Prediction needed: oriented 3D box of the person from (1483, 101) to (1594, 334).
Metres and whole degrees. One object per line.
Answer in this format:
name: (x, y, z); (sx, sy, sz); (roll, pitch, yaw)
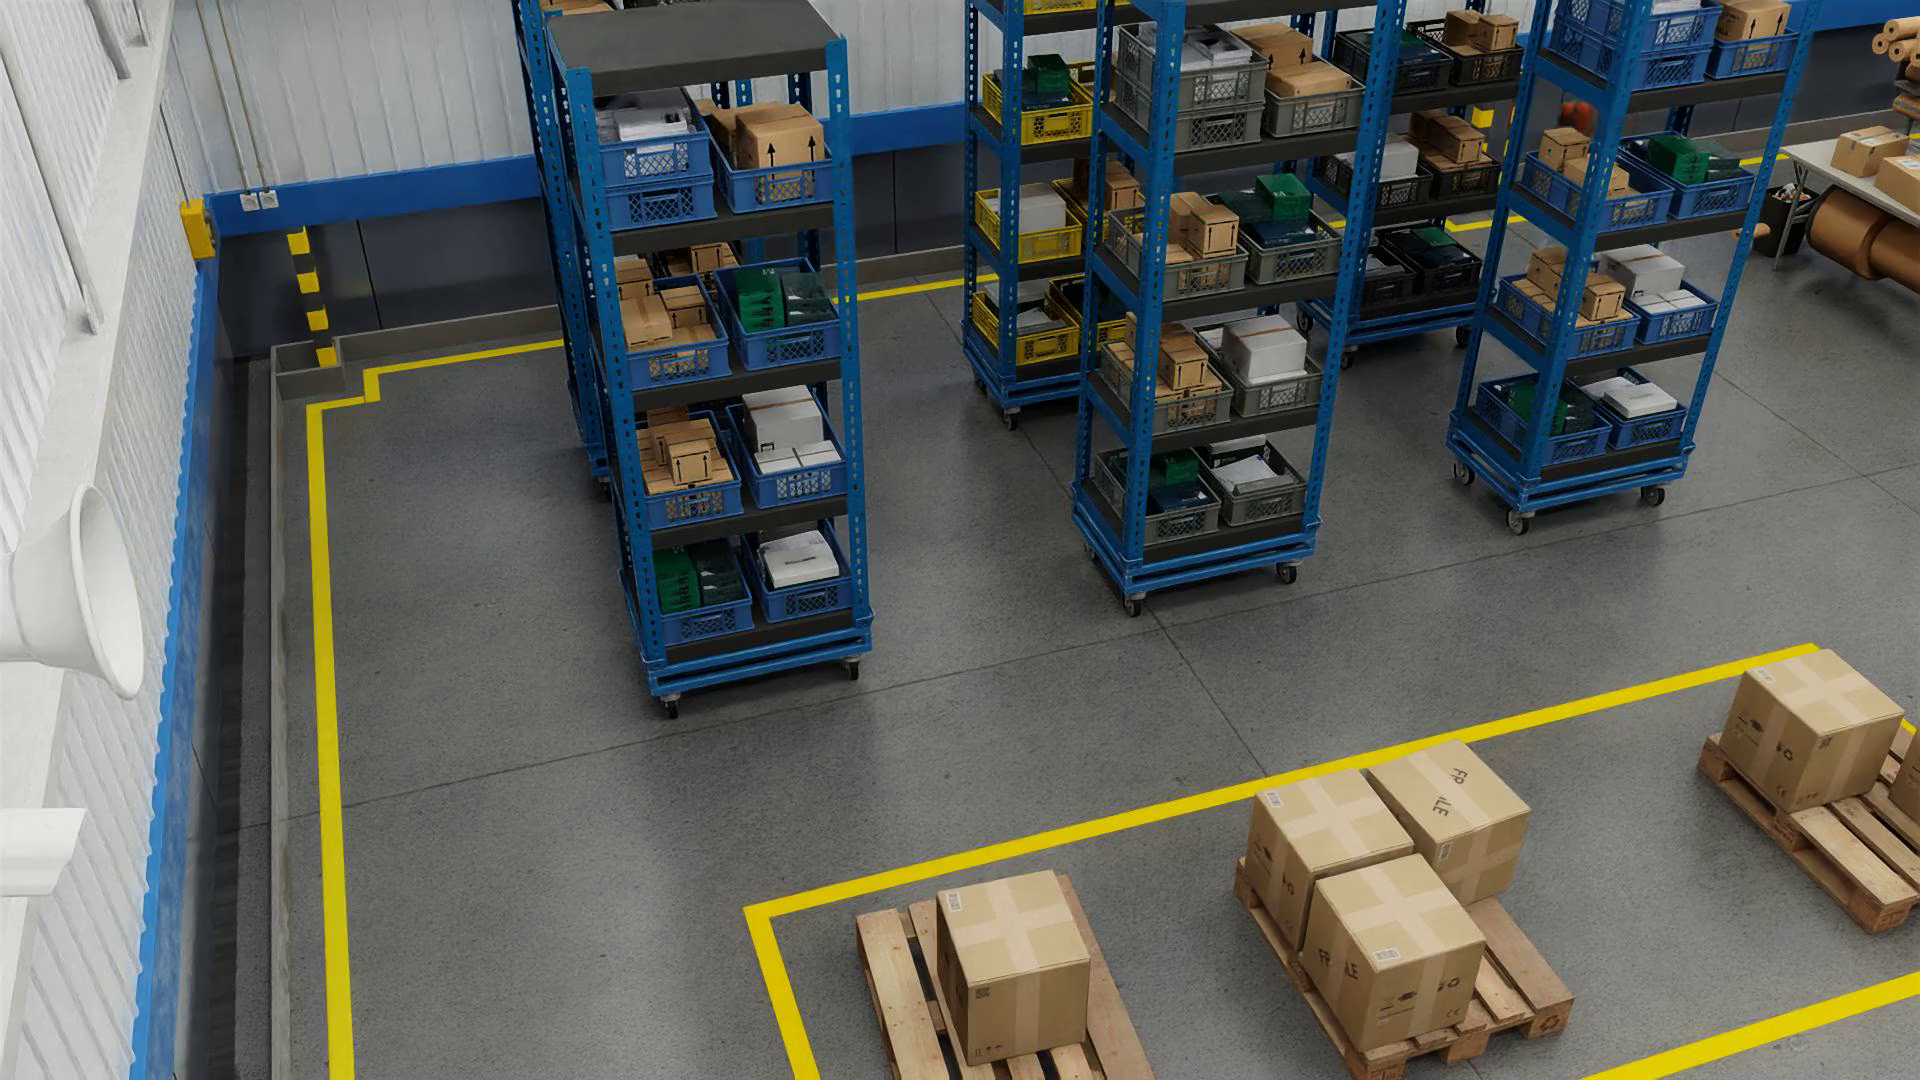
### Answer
person: (4.375, -2.202, 11.826); (0.952, 1.836, 0.638); (18, 39, 23)
